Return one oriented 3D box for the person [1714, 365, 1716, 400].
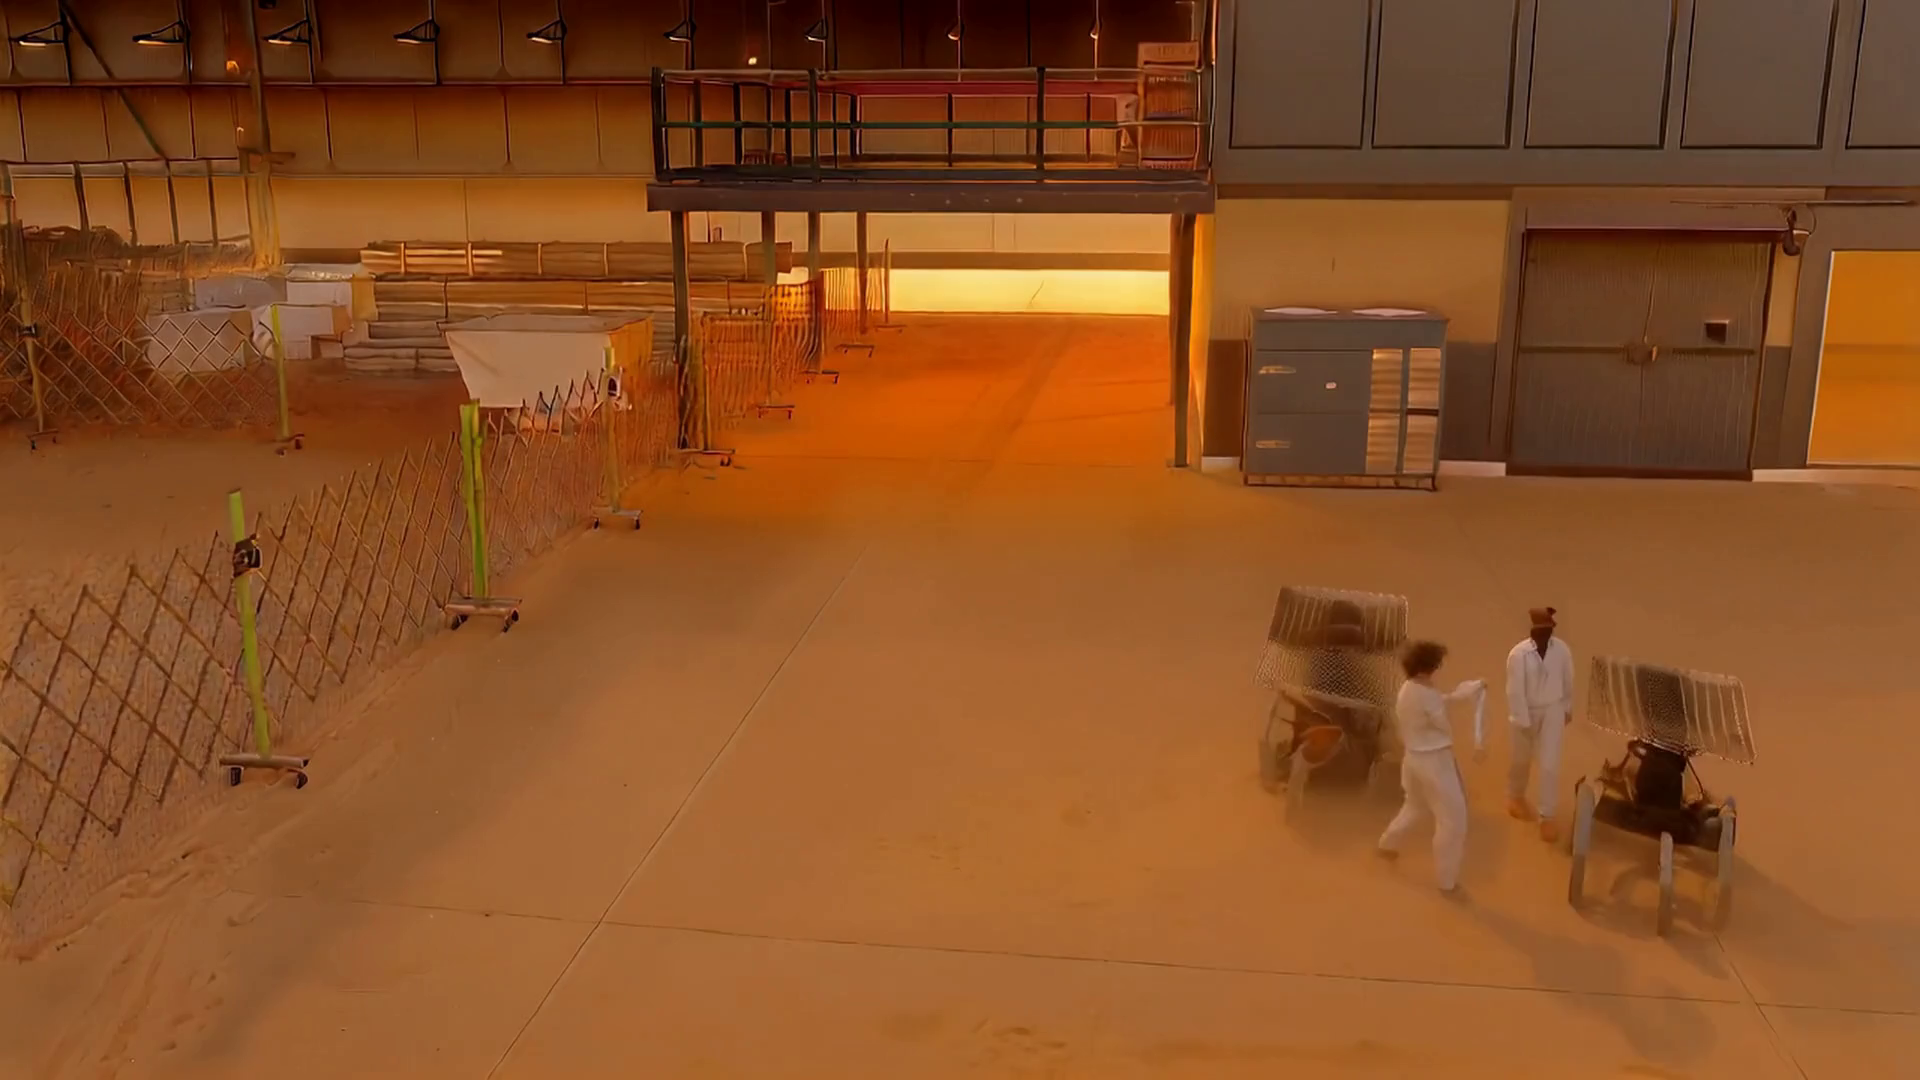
[{"bbox_3d":[8.108,-1.650,18.110,0.271,1.631,0.508,-6,15,-23],"label":"person"}]
